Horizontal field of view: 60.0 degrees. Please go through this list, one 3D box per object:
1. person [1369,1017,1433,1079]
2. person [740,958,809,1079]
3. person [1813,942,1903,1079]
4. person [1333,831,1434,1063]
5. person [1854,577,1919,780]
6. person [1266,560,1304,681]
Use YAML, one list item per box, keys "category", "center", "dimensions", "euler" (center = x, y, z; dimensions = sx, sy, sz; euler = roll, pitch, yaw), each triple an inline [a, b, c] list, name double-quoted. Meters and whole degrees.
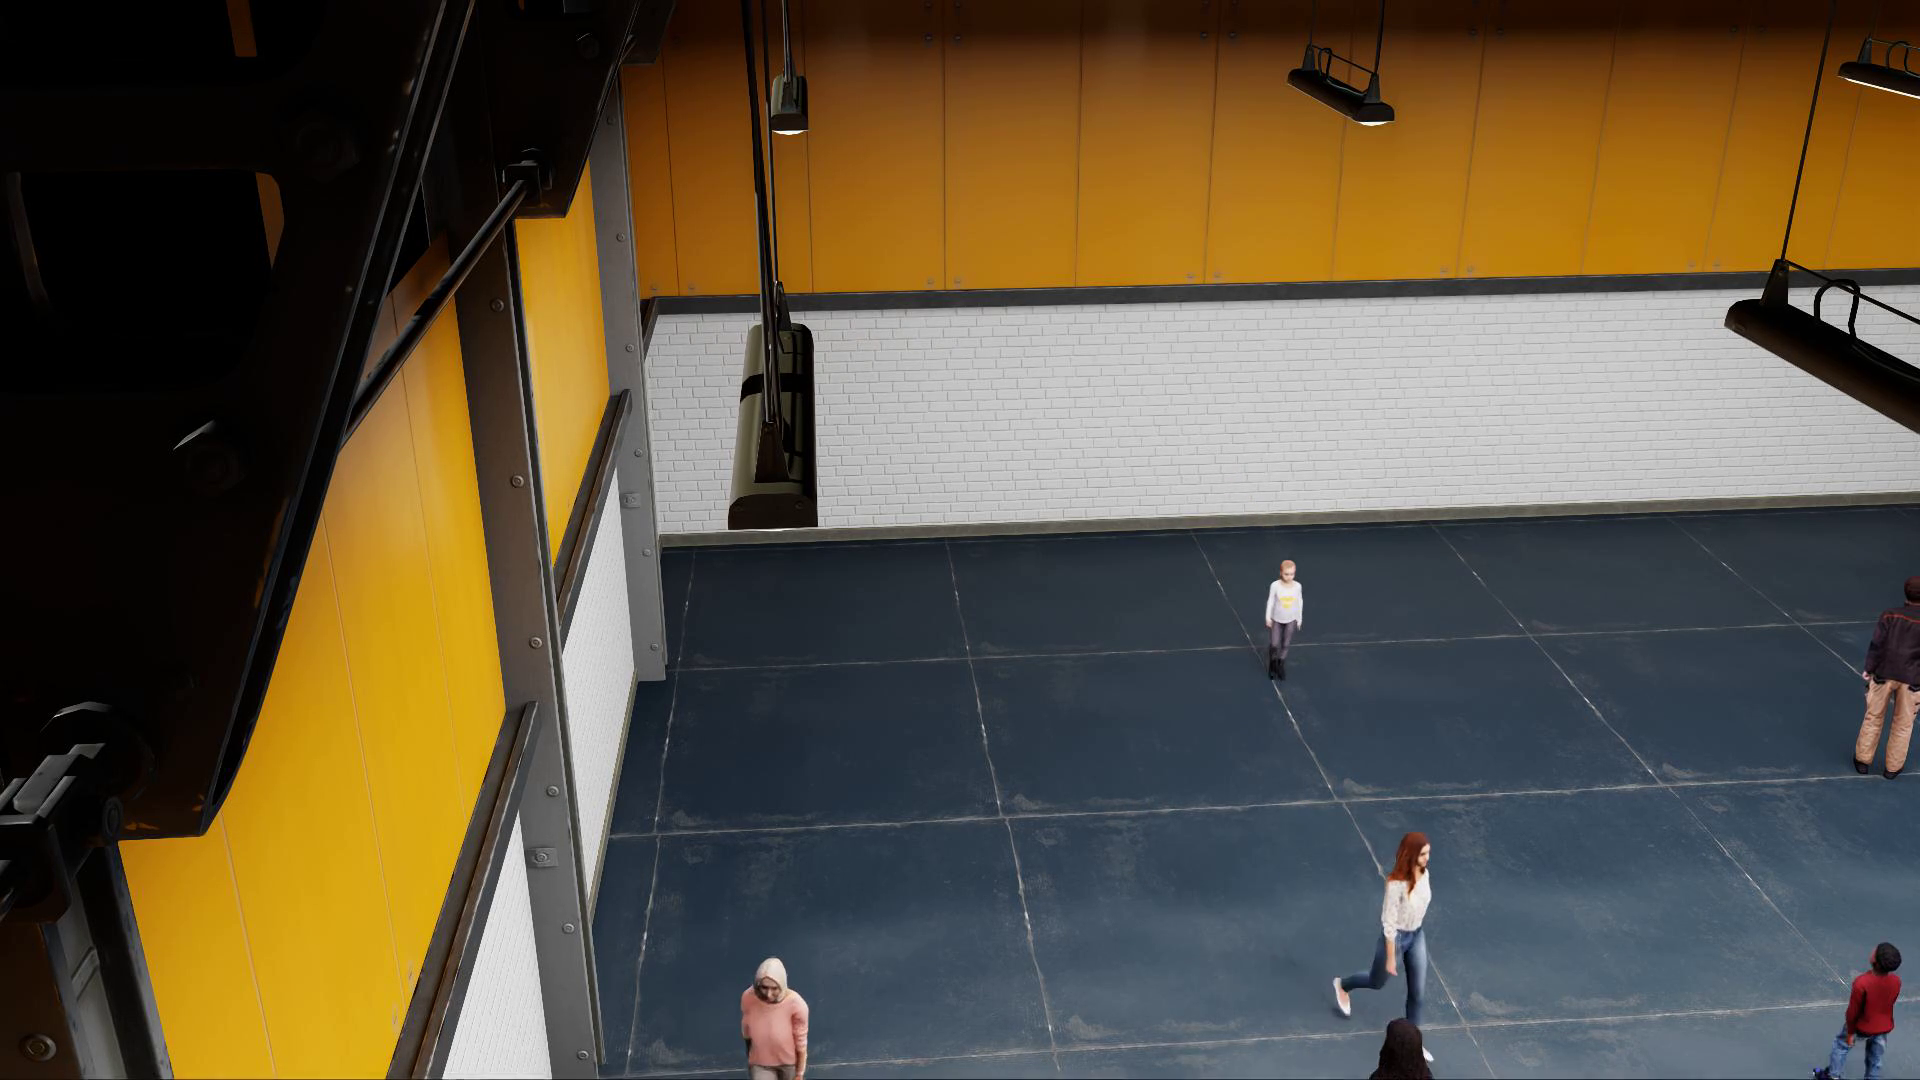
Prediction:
- category: "person"
  center: [2.563, 3.629, 9.659]
  dimensions: [0.744, 1.675, 1.256]
  euler: [-7, 25, -16]
- category: "person"
  center: [-1.141, 3.247, 10.530]
  dimensions: [0.748, 1.677, 1.107]
  euler: [5, 24, 10]
- category: "person"
  center: [6.075, 3.254, 11.051]
  dimensions: [0.505, 1.246, 0.600]
  euler: [-1, 24, -2]
- category: "person"
  center: [2.997, 2.767, 11.598]
  dimensions: [0.897, 1.701, 1.160]
  euler: [-13, 27, -28]
- category: "person"
  center: [8.367, 1.222, 14.855]
  dimensions: [0.792, 1.922, 0.801]
  euler: [13, 27, 27]
- category: "person"
  center: [3.233, 0.766, 16.707]
  dimensions: [0.504, 1.274, 0.514]
  euler: [-1, 24, -2]
